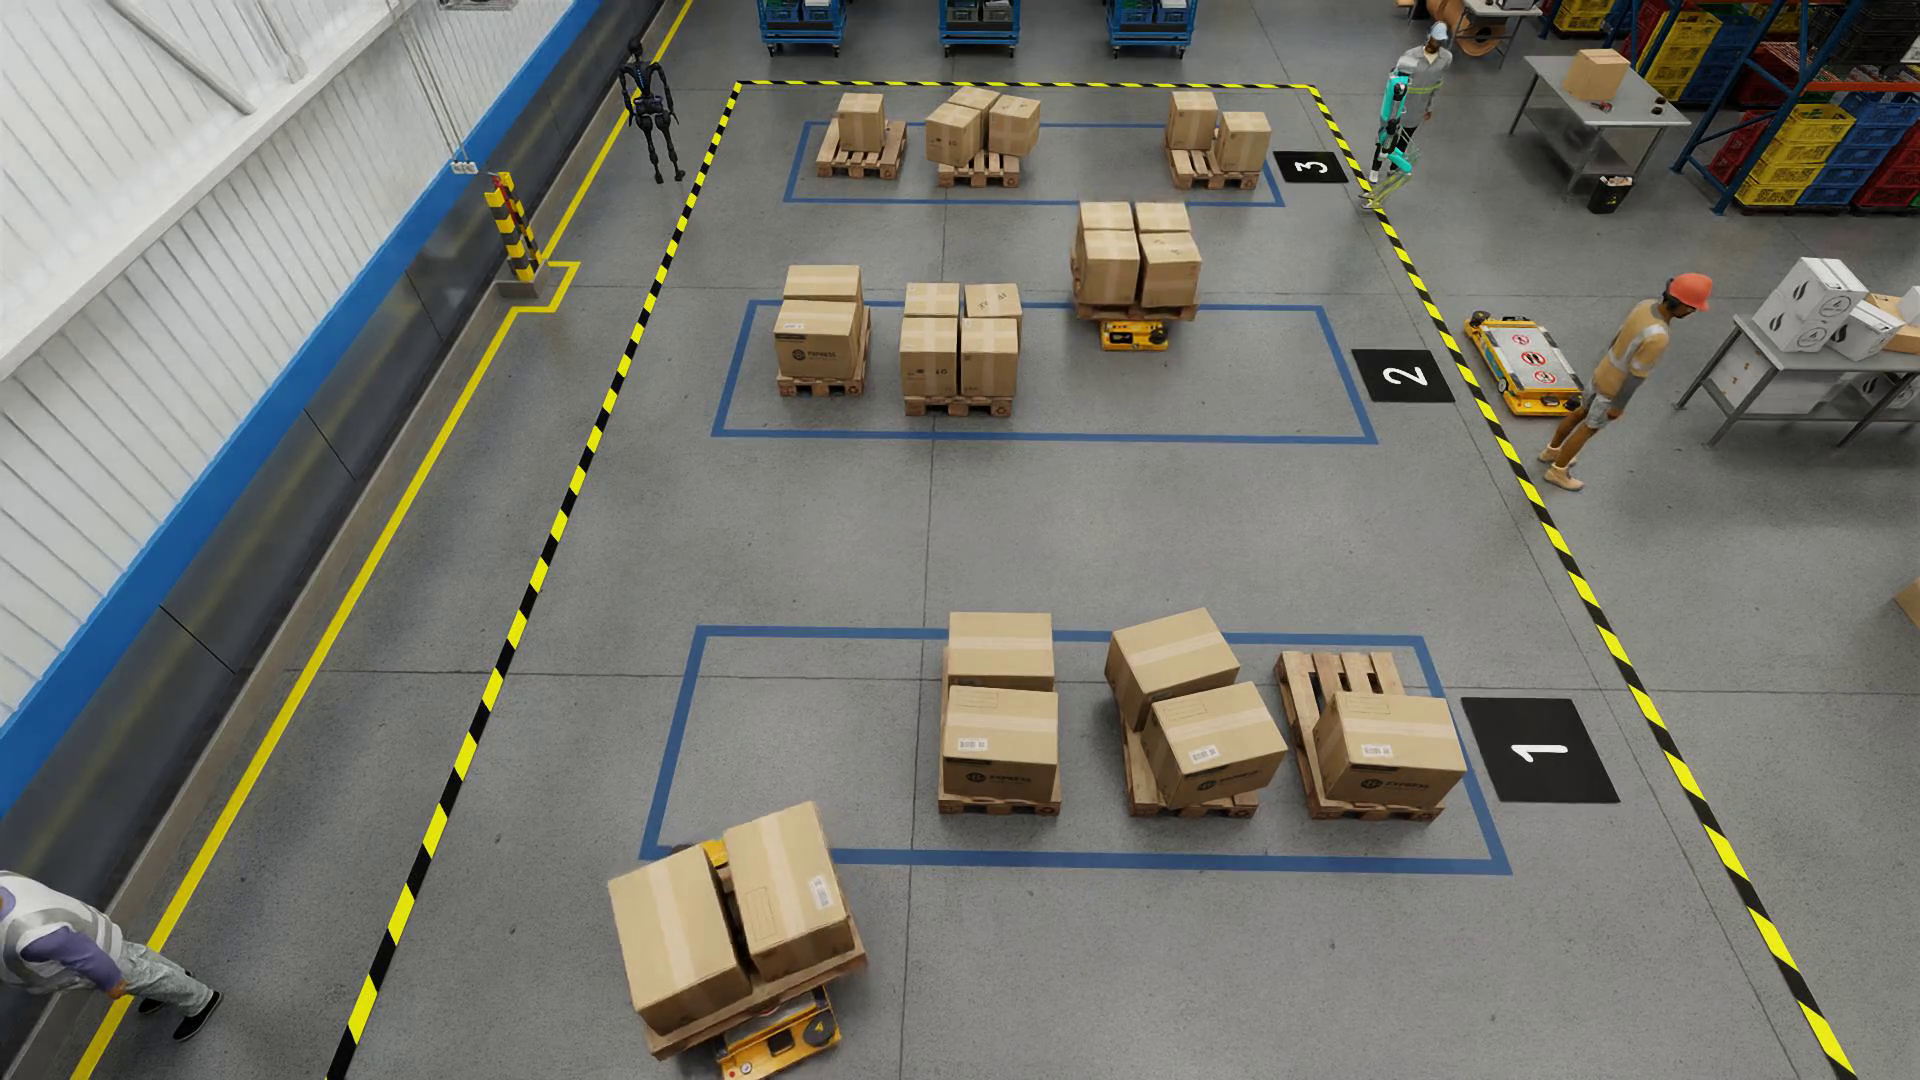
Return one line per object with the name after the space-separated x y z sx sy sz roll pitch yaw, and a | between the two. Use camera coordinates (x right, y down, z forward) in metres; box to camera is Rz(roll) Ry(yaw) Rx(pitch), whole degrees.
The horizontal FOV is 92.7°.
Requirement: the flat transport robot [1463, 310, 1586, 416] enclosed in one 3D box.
5.573 -1.757 9.054 0.659 0.231 1.431 1 49 1 | flat transport robot

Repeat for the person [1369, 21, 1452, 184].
5.411 -5.214 10.999 0.592 1.852 0.368 0 49 0 | person

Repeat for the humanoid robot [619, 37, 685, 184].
-3.737 -5.169 11.066 0.599 1.657 0.315 -7 50 -6 | humanoid robot

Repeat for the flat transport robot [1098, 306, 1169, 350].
1.789 -2.525 9.700 0.652 0.197 1.431 1 49 1 | flat transport robot

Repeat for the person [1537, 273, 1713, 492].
5.377 -1.279 7.474 0.400 2.034 0.607 14 51 12 | person

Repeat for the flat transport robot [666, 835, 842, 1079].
-1.262 2.386 5.450 0.652 0.197 1.431 -19 52 -16 | flat transport robot

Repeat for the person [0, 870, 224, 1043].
-4.496 2.121 4.669 0.586 1.823 0.403 23 53 19 | person

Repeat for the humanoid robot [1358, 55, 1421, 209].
5.049 -4.604 10.458 0.735 1.677 0.533 9 50 8 | humanoid robot
